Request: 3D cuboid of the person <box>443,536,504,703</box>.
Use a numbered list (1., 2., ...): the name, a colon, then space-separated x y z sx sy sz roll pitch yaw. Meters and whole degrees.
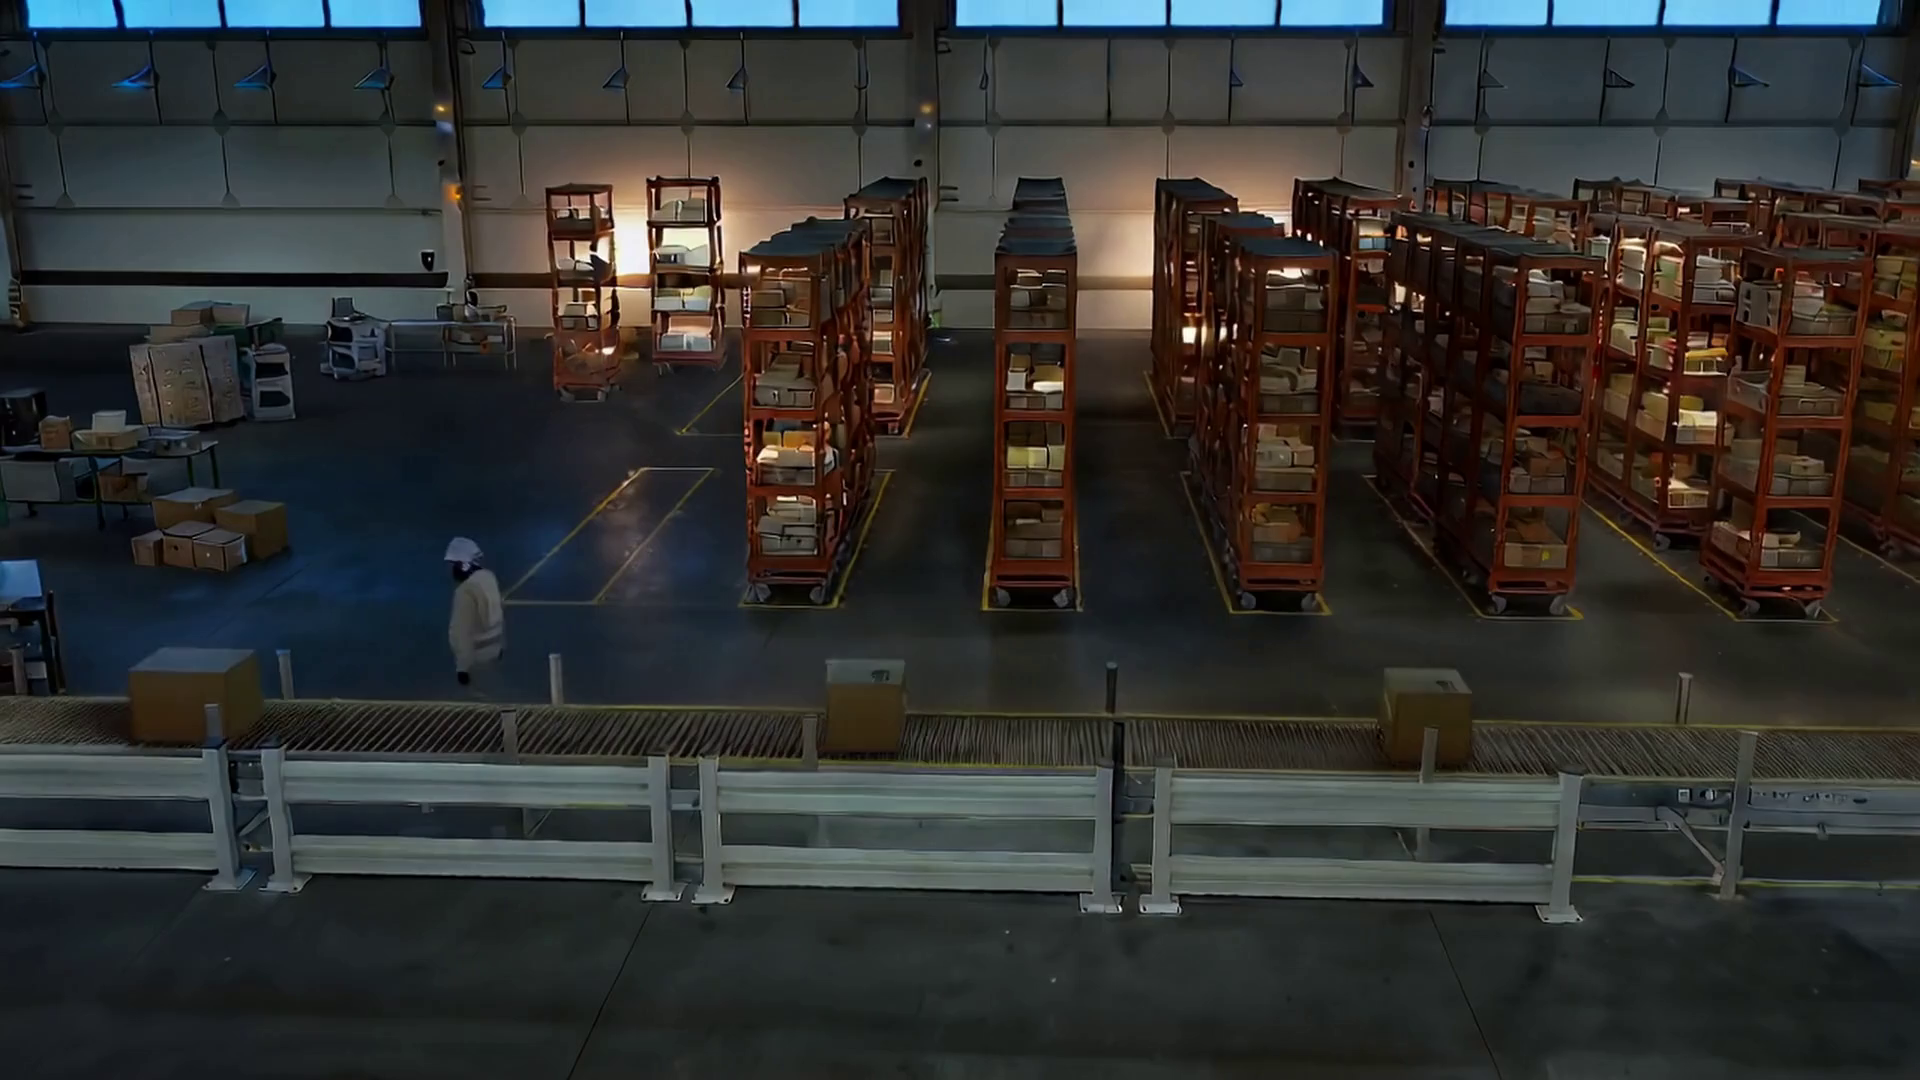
1. person: -3.764 0.861 12.909 0.419 1.811 0.668 1 15 3
